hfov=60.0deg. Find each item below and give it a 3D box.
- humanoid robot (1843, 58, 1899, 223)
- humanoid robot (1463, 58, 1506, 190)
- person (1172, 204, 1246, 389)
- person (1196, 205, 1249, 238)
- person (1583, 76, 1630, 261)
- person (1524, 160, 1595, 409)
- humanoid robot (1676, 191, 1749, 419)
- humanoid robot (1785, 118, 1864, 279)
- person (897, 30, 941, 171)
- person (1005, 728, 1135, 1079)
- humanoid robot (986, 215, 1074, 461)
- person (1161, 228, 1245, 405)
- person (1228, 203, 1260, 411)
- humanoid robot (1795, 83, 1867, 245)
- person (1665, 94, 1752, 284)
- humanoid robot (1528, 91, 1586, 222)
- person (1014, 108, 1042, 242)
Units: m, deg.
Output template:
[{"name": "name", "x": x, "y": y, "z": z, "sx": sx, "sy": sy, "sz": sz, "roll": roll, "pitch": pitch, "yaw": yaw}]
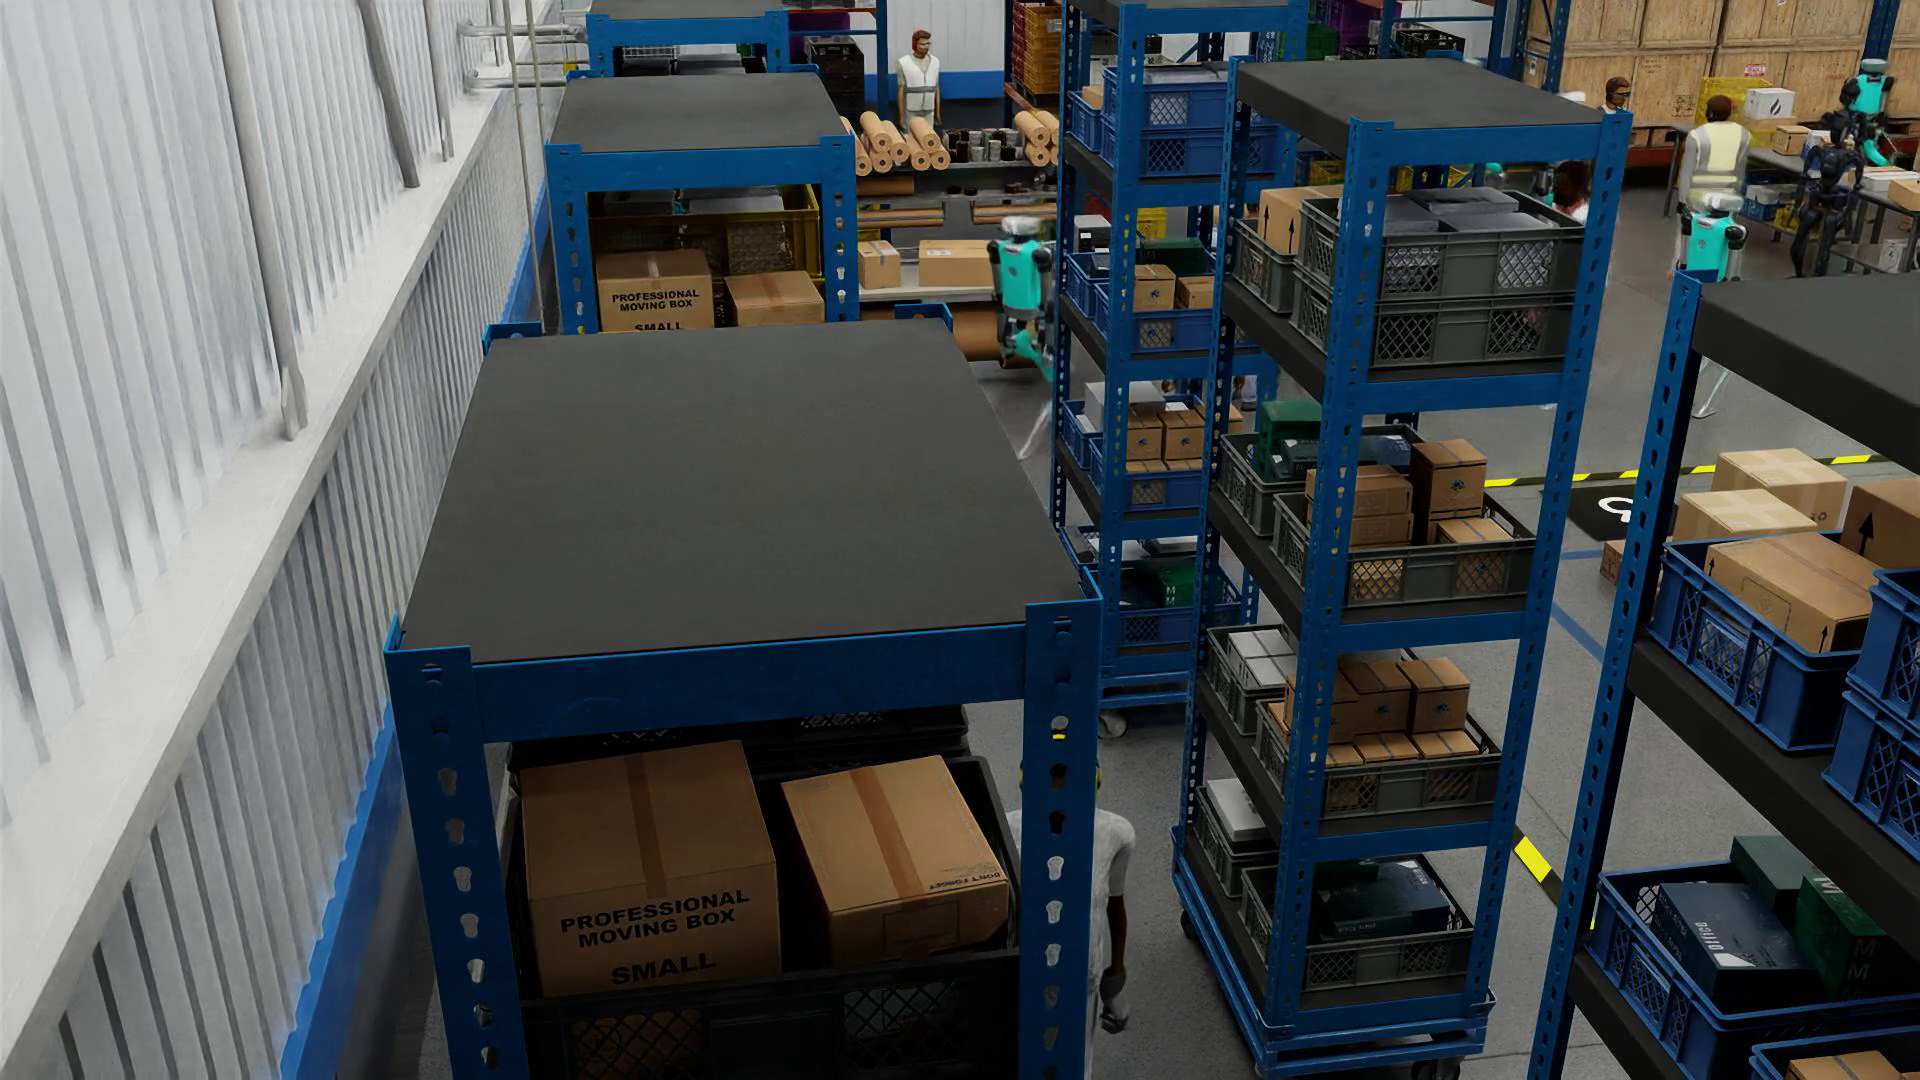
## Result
[{"name": "humanoid robot", "x": 9.681, "y": -4.147, "z": 17.613, "sx": 0.535, "sy": 1.766, "sz": 1.025, "roll": -4, "pitch": 25, "yaw": -9}, {"name": "humanoid robot", "x": 5.513, "y": -4.197, "z": 17.658, "sx": 0.987, "sy": 1.744, "sz": 0.541, "roll": 16, "pitch": 29, "yaw": 31}, {"name": "person", "x": 2.006, "y": -2.016, "z": 12.722, "sx": 0.611, "sy": 1.910, "sz": 0.545, "roll": 14, "pitch": 28, "yaw": 28}, {"name": "person", "x": 2.155, "y": -2.285, "z": 13.165, "sx": 0.598, "sy": 2.035, "sz": 0.399, "roll": -2, "pitch": 25, "yaw": -4}, {"name": "person", "x": 6.271, "y": -3.602, "z": 16.262, "sx": 0.504, "sy": 1.836, "sz": 0.331, "roll": -17, "pitch": 30, "yaw": -32}, {"name": "person", "x": 4.412, "y": -1.880, "z": 12.431, "sx": 0.748, "sy": 1.894, "sz": 0.602, "roll": -4, "pitch": 25, "yaw": -10}, {"name": "humanoid robot", "x": 5.570, "y": -1.731, "z": 12.143, "sx": 0.735, "sy": 1.677, "sz": 0.533, "roll": -11, "pitch": 27, "yaw": -23}, {"name": "humanoid robot", "x": 7.952, "y": -3.050, "z": 15.251, "sx": 0.469, "sy": 1.646, "sz": 0.600, "roll": -20, "pitch": 32, "yaw": -37}, {"name": "person", "x": -0.475, "y": -4.917, "z": 19.116, "sx": 0.561, "sy": 1.836, "sz": 0.388, "roll": -15, "pitch": 29, "yaw": -29}, {"name": "person", "x": 0.291, "y": 1.426, "z": 5.282, "sx": 0.508, "sy": 1.872, "sz": 0.329, "roll": -3, "pitch": 25, "yaw": -5}, {"name": "humanoid robot", "x": 0.651, "y": -1.493, "z": 11.804, "sx": 0.554, "sy": 1.760, "sz": 0.971, "roll": 20, "pitch": 31, "yaw": 36}, {"name": "person", "x": 1.592, "y": -1.121, "z": 10.840, "sx": 0.591, "sy": 1.851, "sz": 0.400, "roll": -4, "pitch": 25, "yaw": -8}, {"name": "person", "x": 2.196, "y": -1.846, "z": 12.519, "sx": 0.309, "sy": 1.767, "sz": 0.531, "roll": -14, "pitch": 28, "yaw": -28}, {"name": "humanoid robot", "x": 8.907, "y": -3.803, "z": 16.947, "sx": 0.603, "sy": 1.657, "sz": 0.751, "roll": -4, "pitch": 25, "yaw": -9}, {"name": "person", "x": 6.944, "y": -3.174, "z": 15.355, "sx": 0.636, "sy": 1.811, "sz": 0.793, "roll": -1, "pitch": 25, "yaw": -1}, {"name": "humanoid robot", "x": 5.633, "y": -3.412, "z": 16.007, "sx": 0.545, "sy": 1.838, "sz": 0.689, "roll": -11, "pitch": 27, "yaw": -22}, {"name": "person", "x": 0.649, "y": -3.065, "z": 15.195, "sx": 0.316, "sy": 1.742, "sz": 0.490, "roll": -2, "pitch": 25, "yaw": -5}]
